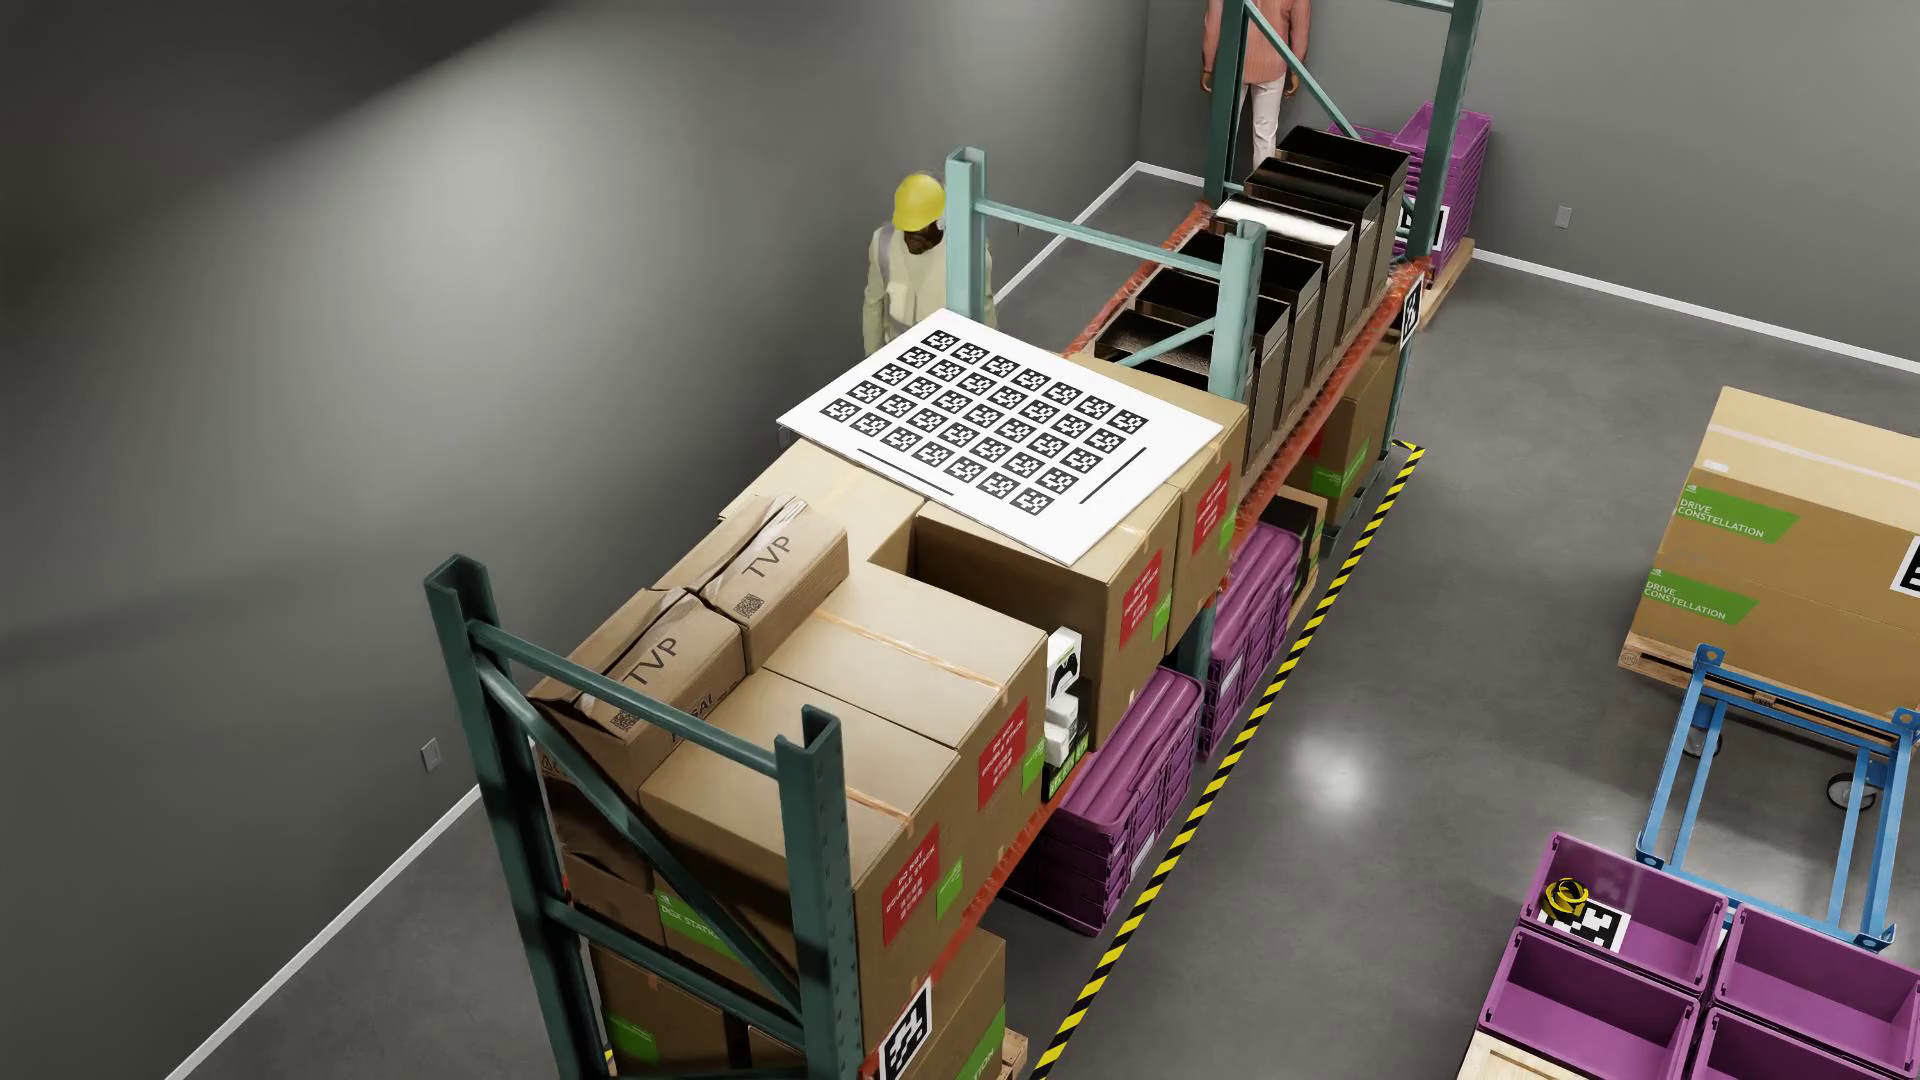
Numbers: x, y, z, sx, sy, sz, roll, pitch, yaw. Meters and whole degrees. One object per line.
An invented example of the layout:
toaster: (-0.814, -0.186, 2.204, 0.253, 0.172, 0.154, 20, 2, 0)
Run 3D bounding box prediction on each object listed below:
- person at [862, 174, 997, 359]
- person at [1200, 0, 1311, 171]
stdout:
person: (-0.181, -0.872, 7.759, 0.608, 1.775, 0.928, 13, 42, 15)
person: (1.743, -2.833, 9.929, 0.622, 1.994, 0.381, 4, 40, 5)
